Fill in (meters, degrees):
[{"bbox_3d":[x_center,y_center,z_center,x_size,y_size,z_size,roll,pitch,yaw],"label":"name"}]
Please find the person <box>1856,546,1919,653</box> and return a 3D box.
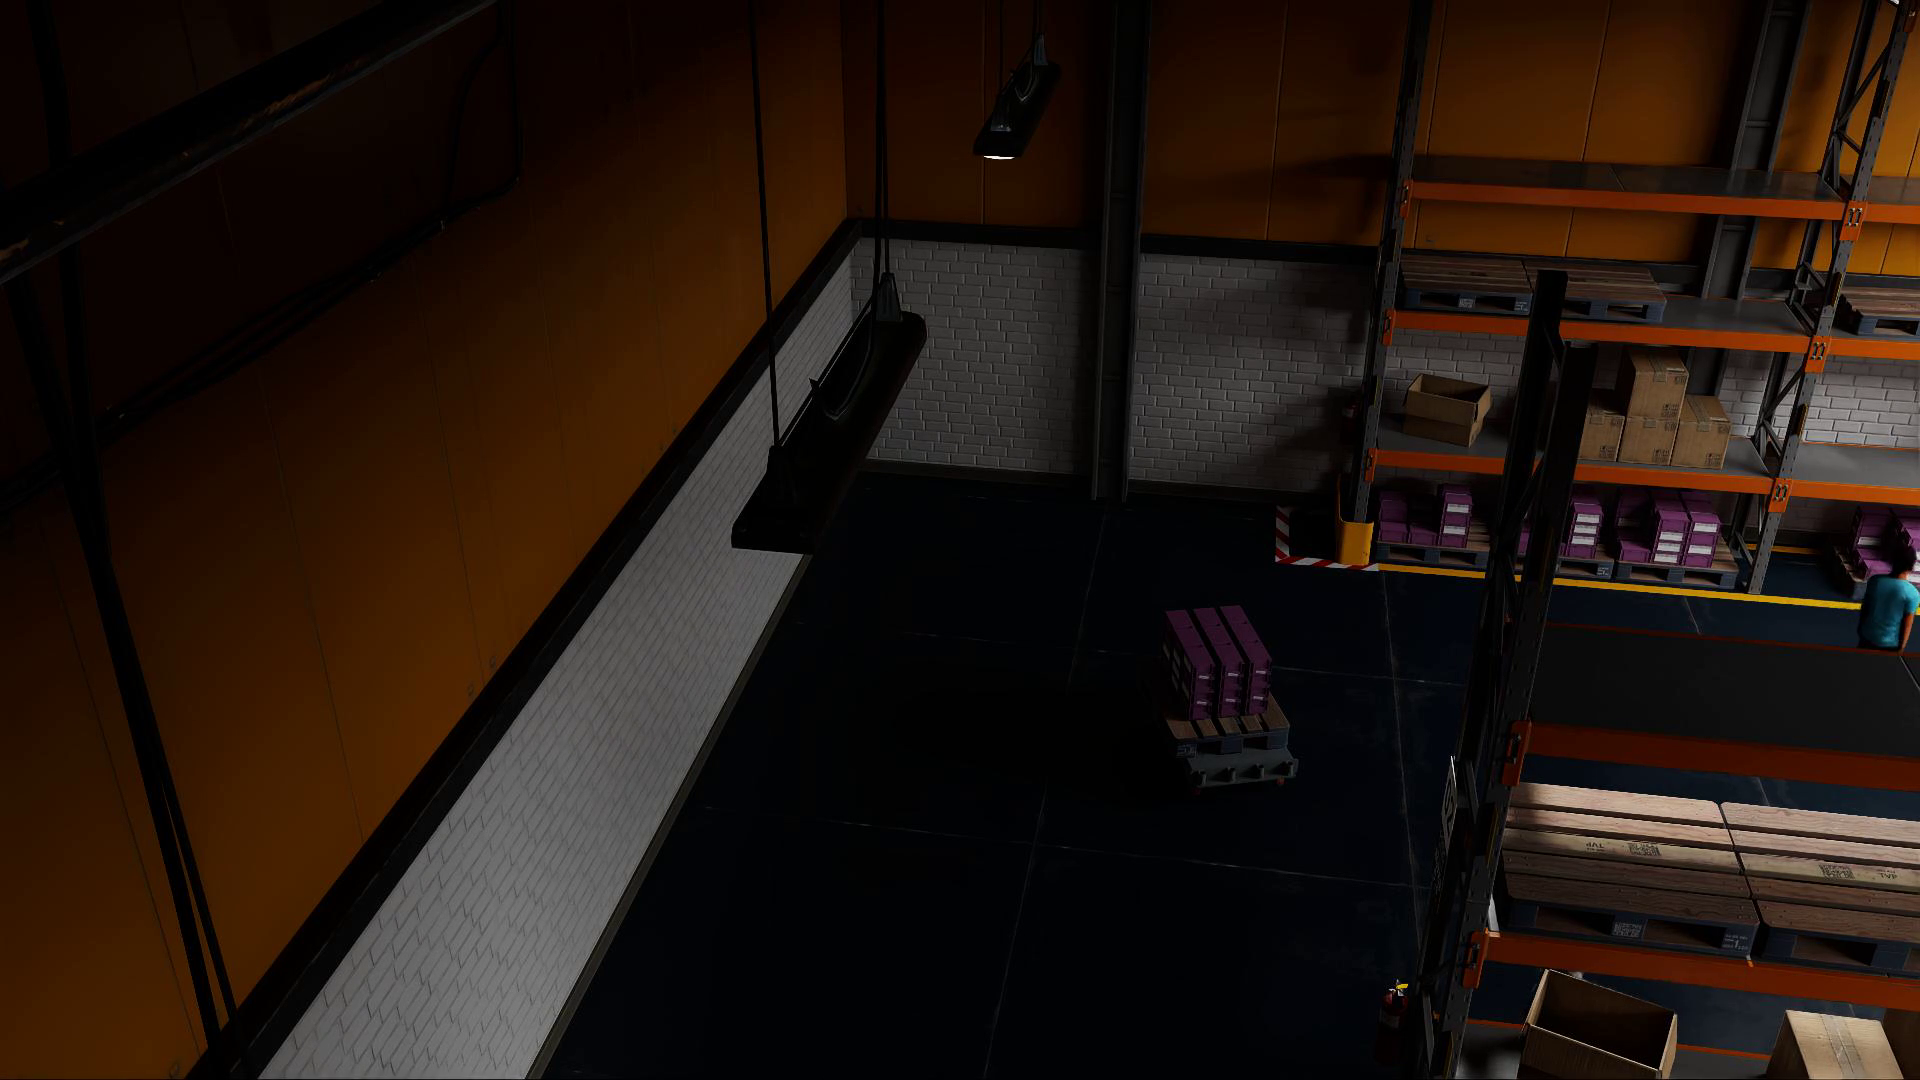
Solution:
[{"bbox_3d":[7.999,0.888,14.535,0.807,1.765,0.750,-18,33,-29],"label":"person"}]
